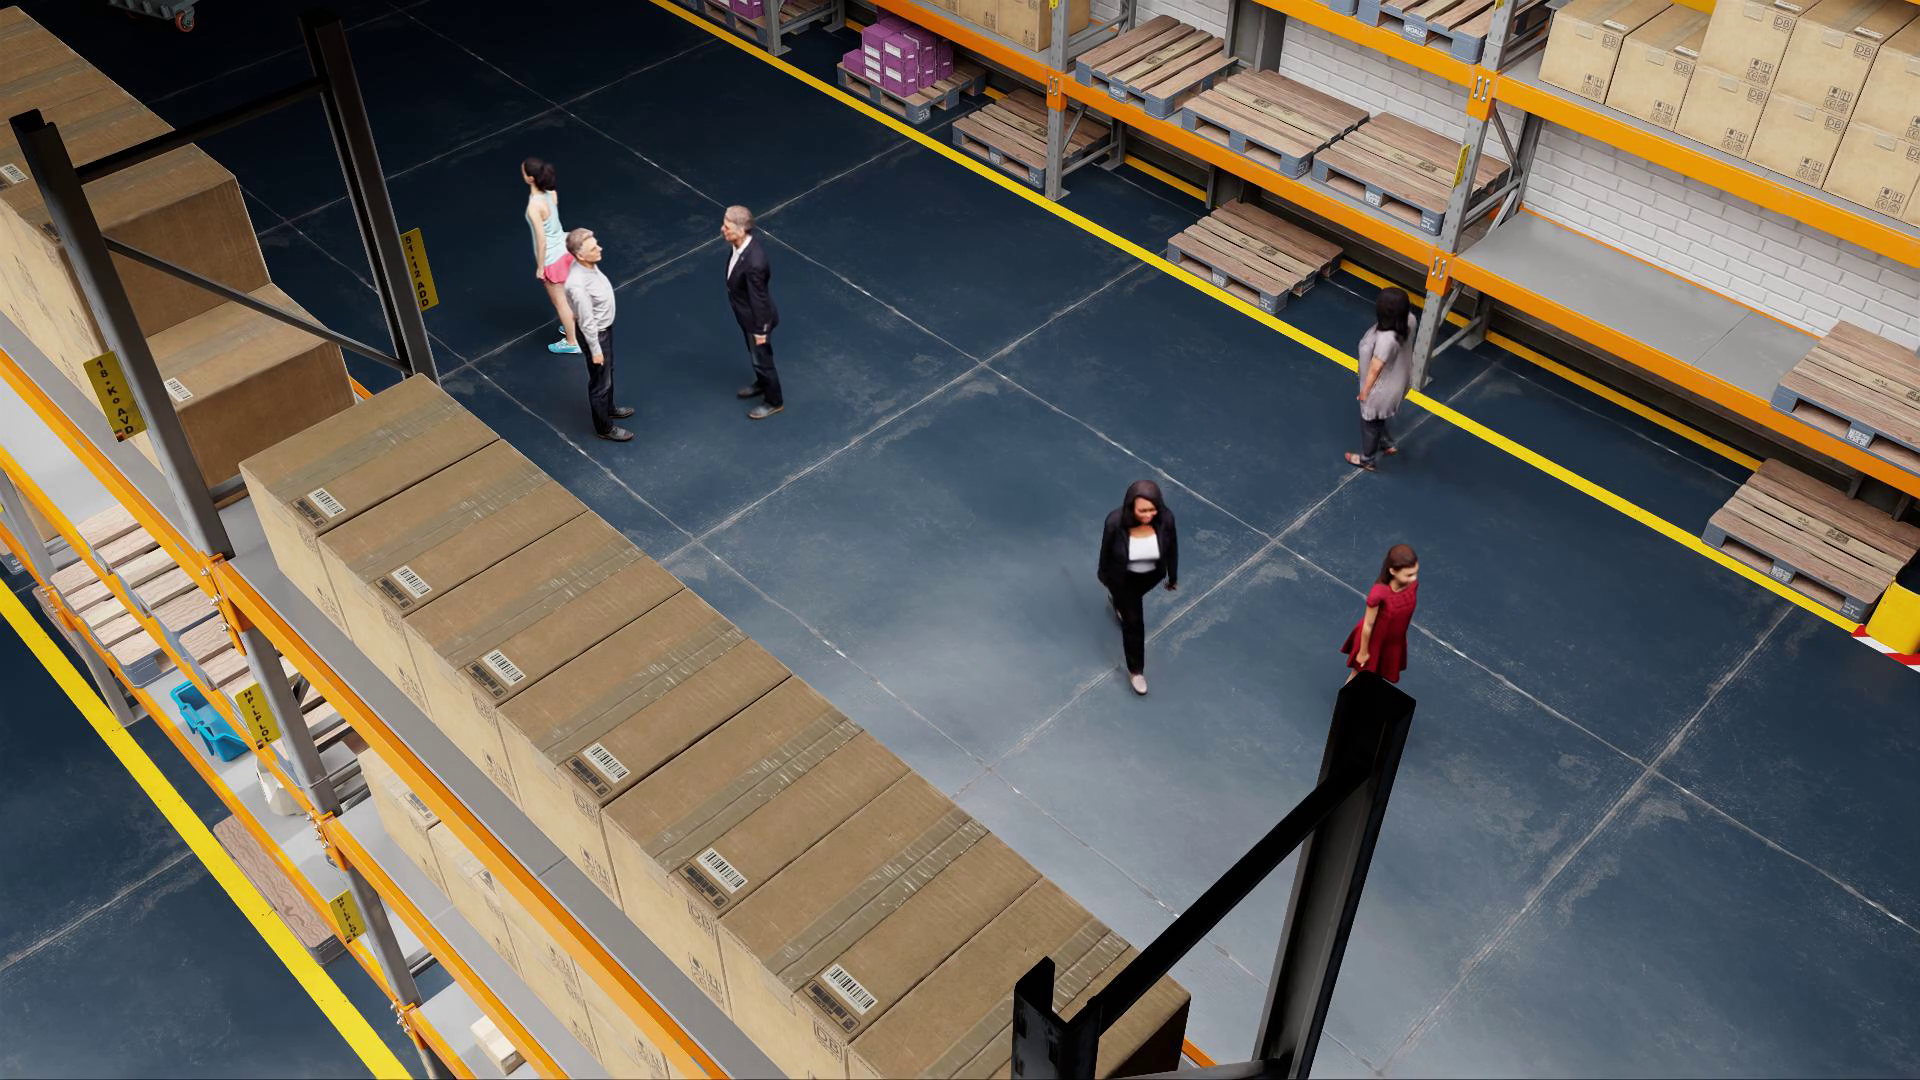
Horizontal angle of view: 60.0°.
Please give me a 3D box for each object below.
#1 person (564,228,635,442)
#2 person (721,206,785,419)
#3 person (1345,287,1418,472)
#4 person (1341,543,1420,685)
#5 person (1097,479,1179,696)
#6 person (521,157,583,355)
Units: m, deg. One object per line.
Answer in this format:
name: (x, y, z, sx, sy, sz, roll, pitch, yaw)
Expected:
person: (-2.744, -1.573, 12.536, 0.796, 1.819, 0.721, -2, 44, -3)
person: (-1.565, -1.753, 12.730, 0.854, 1.812, 0.707, -16, 46, -16)
person: (3.189, -1.158, 12.260, 0.678, 1.599, 0.681, 29, 51, 27)
person: (2.651, 0.601, 10.447, 0.617, 1.553, 0.674, -21, 48, -21)
person: (1.124, 0.159, 10.895, 0.996, 1.575, 1.223, -12, 45, -12)
person: (-3.272, -2.278, 13.316, 0.721, 1.765, 0.690, 8, 44, 8)
